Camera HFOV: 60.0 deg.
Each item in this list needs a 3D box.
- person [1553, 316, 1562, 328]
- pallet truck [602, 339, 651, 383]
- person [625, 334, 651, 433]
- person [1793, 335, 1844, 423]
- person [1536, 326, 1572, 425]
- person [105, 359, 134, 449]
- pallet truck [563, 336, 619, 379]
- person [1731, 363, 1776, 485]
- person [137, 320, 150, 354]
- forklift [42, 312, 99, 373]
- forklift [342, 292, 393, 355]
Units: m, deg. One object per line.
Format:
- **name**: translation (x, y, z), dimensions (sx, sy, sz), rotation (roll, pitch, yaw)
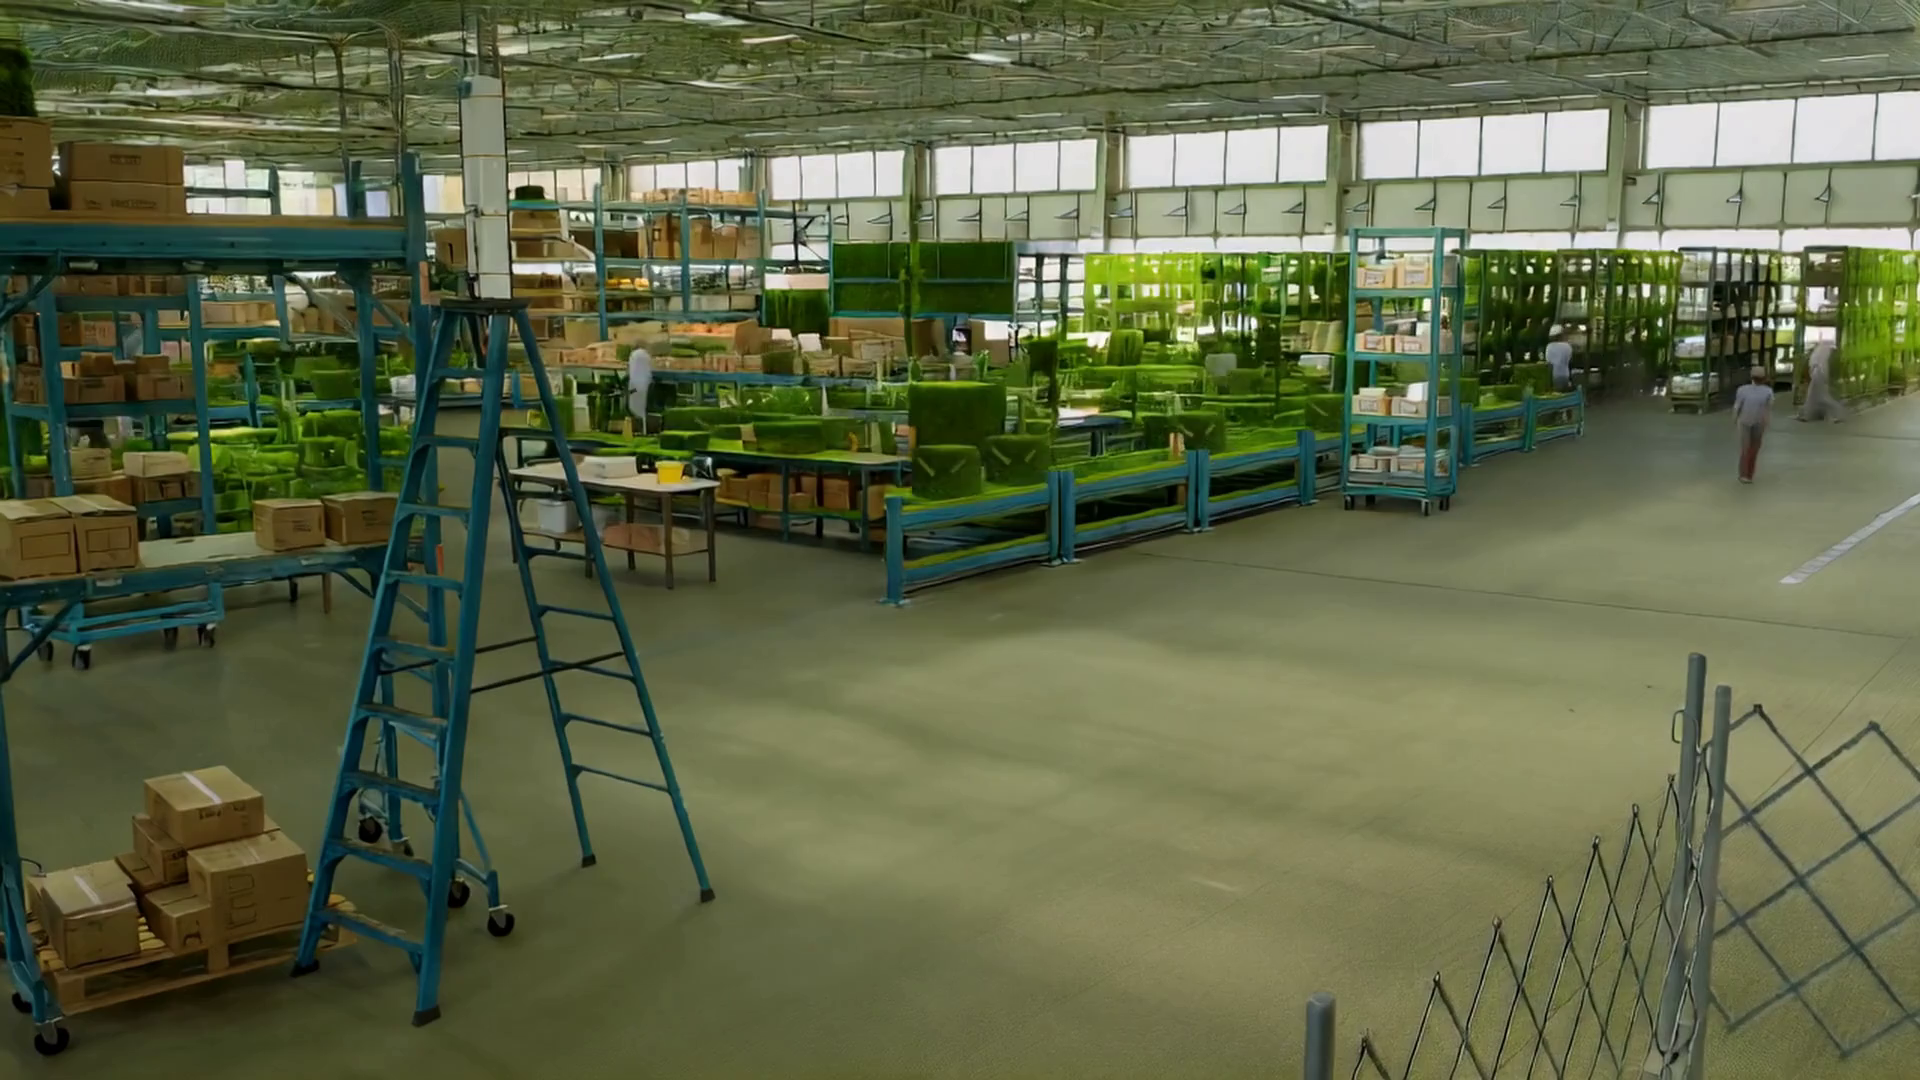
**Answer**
- **person**: translation (17.333, -5.721, 48.525), dimensions (0.392, 1.985, 0.610), rotation (3, 9, 16)
- **pallet truck**: translation (-8.991, -4.871, 45.351), dimensions (0.653, 1.274, 1.630), rotation (7, 11, 37)
- **person**: translation (-6.097, -2.941, 31.463), dimensions (0.437, 1.888, 0.667), rotation (1, 9, 6)
- **person**: translation (17.590, -3.285, 33.914), dimensions (0.865, 1.801, 0.623), rotation (4, 10, 22)
- **person**: translation (11.913, -3.299, 33.396), dimensions (0.620, 1.984, 1.053), rotation (-4, 10, -26)
- **person**: translation (-11.224, -1.456, 22.135), dimensions (0.557, 1.914, 0.754), rotation (5, 11, 30)
- **pallet truck**: translation (-10.690, -5.294, 48.215), dimensions (1.601, 1.201, 0.680), rotation (-5, 10, -26)
- **person**: translation (11.384, -1.648, 23.812), dimensions (0.554, 1.743, 0.618), rotation (1, 9, 9)
- **person**: translation (-21.179, -4.801, 43.105), dimensions (0.718, 1.877, 0.654), rotation (-4, 10, -24)
- **forklift**: translation (-23.779, -5.451, 44.052), dimensions (1.873, 2.768, 1.129), rotation (7, 11, 36)
- **forklift**: translation (-16.485, -5.622, 45.120), dimensions (1.129, 2.768, 1.873), rotation (7, 11, 37)
